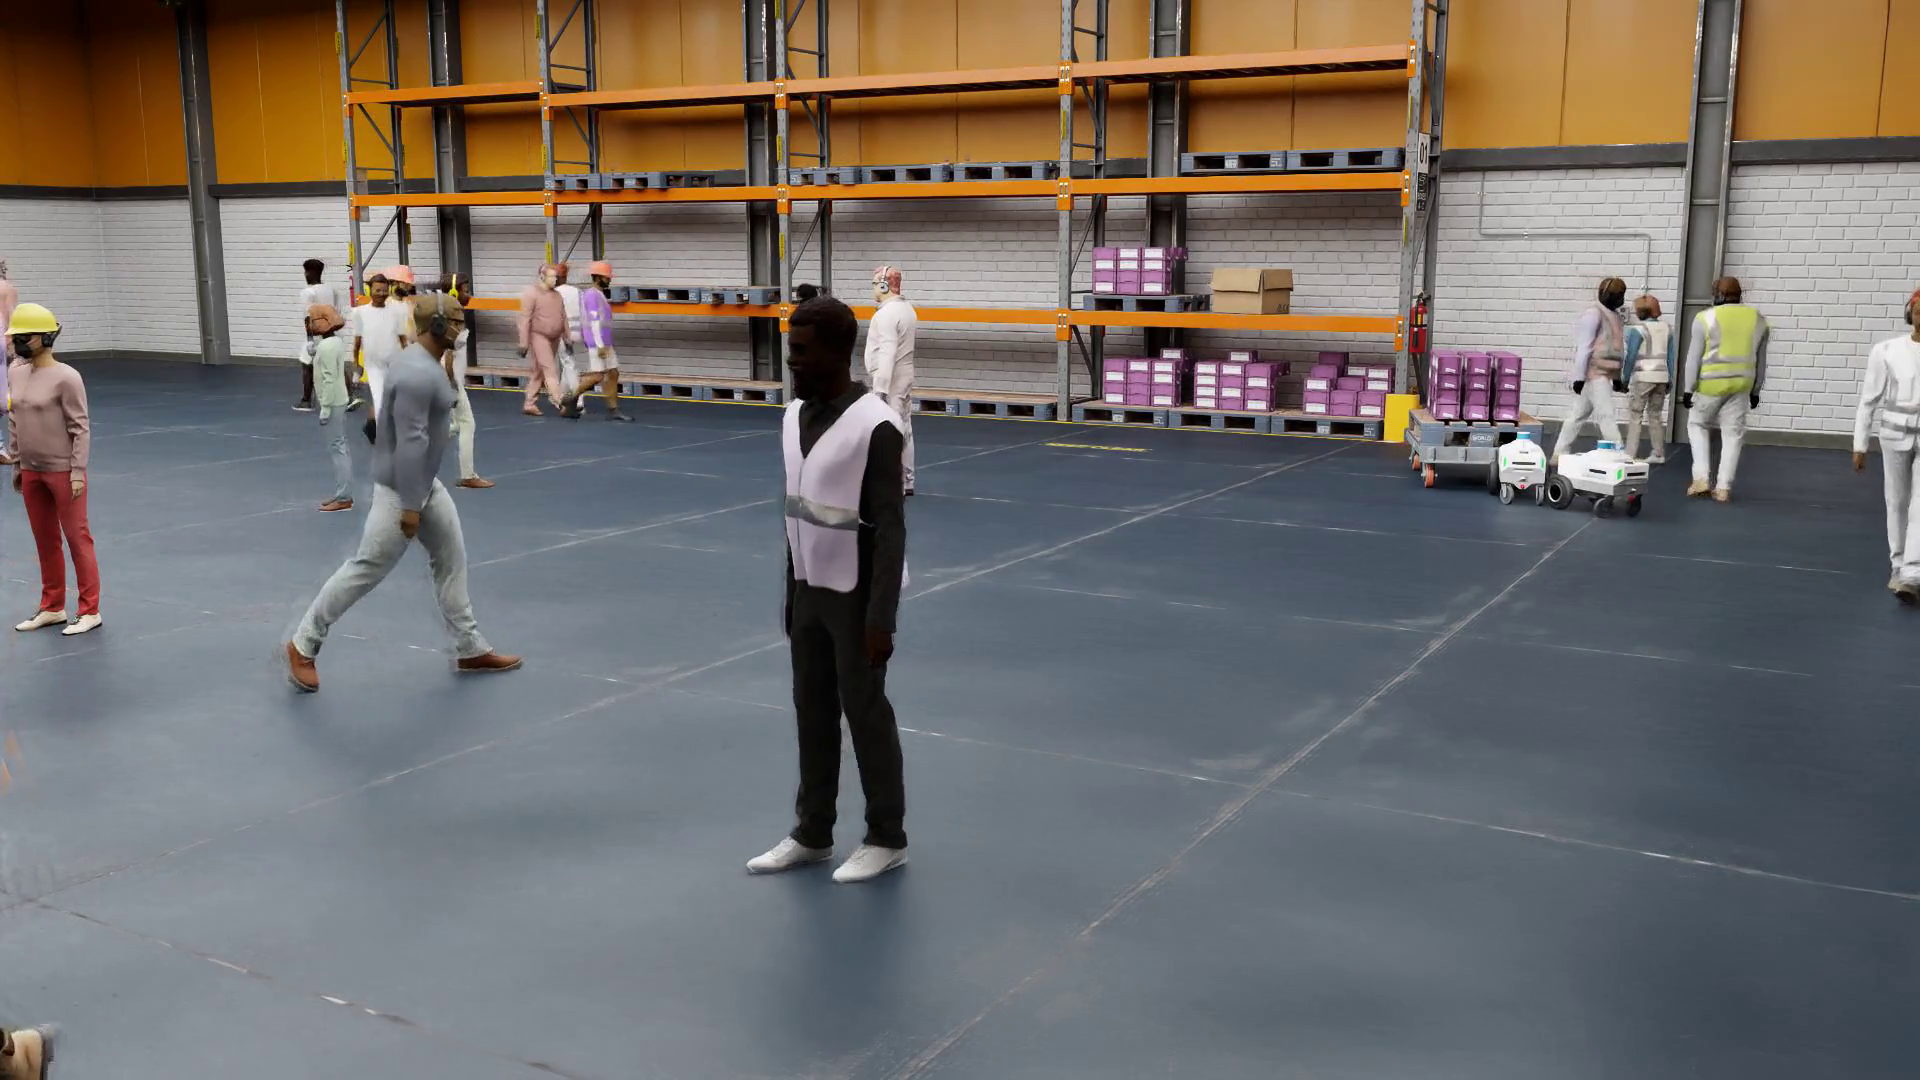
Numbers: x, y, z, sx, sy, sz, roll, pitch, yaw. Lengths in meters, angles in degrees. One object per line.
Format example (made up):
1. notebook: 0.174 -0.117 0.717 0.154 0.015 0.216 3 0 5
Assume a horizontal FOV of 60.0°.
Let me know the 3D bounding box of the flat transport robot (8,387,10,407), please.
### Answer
1. flat transport robot: -12.158 -1.833 21.383 0.652 0.197 1.431 -4 11 -20

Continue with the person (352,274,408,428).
1. person: -5.624 -1.678 16.168 0.529 1.819 0.976 -6 12 -32

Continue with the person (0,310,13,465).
1. person: -9.321 -1.652 15.791 0.711 1.889 0.656 1 10 5

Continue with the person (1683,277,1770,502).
1. person: 6.221 -1.229 13.588 0.669 1.813 0.555 0 10 1

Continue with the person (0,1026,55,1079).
1. person: -2.329 0.633 3.444 0.537 1.673 0.686 4 11 23

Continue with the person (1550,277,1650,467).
1. person: 5.912 -1.511 15.304 0.932 1.787 0.655 8 13 37

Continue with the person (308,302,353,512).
1. person: -4.926 -1.038 13.028 0.289 1.632 0.498 -2 10 -14

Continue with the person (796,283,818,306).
1. person: -1.534 -1.928 17.957 0.736 1.678 0.544 1 10 7

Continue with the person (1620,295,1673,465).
1. person: 6.464 -1.483 15.616 0.534 1.615 0.359 -5 11 -26

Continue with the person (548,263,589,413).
1. person: -5.015 -2.523 20.840 0.919 1.843 0.601 7 12 35

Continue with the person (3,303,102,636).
1. person: -4.866 -0.372 8.879 0.525 1.769 0.315 4 11 21

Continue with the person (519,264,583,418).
1. person: -4.966 -2.400 20.141 1.007 1.841 0.649 4 11 24

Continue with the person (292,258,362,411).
1. person: -7.971 -2.561 20.835 0.990 1.929 0.605 4 11 23

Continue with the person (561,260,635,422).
1. person: -4.280 -2.319 19.478 0.779 1.915 0.565 1 10 6

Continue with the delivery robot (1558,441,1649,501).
1. delivery robot: 4.992 -0.526 12.913 0.477 0.478 0.707 -4 11 -22

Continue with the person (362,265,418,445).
1. person: -5.809 -1.872 17.068 0.961 1.891 0.542 6 12 31

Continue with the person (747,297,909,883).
1. person: -0.416 0.181 5.379 0.530 1.910 0.616 -8 13 -37

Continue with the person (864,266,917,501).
1. person: -0.579 -1.271 13.572 0.401 1.906 0.651 3 10 15

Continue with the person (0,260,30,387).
1. person: -12.645 -2.756 22.006 0.675 1.891 0.427 3 10 17

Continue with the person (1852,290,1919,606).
1. person: 5.580 -0.557 9.745 0.603 1.828 1.001 6 12 33

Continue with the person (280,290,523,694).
1. person: -2.696 -0.237 7.846 1.061 1.881 0.666 -2 10 -10

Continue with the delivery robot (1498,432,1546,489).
1. delivery robot: 4.577 -0.638 13.547 0.477 0.478 0.707 3 10 16

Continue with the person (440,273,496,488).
1. person: -4.370 -1.341 14.128 0.679 1.849 0.545 -3 10 -17
